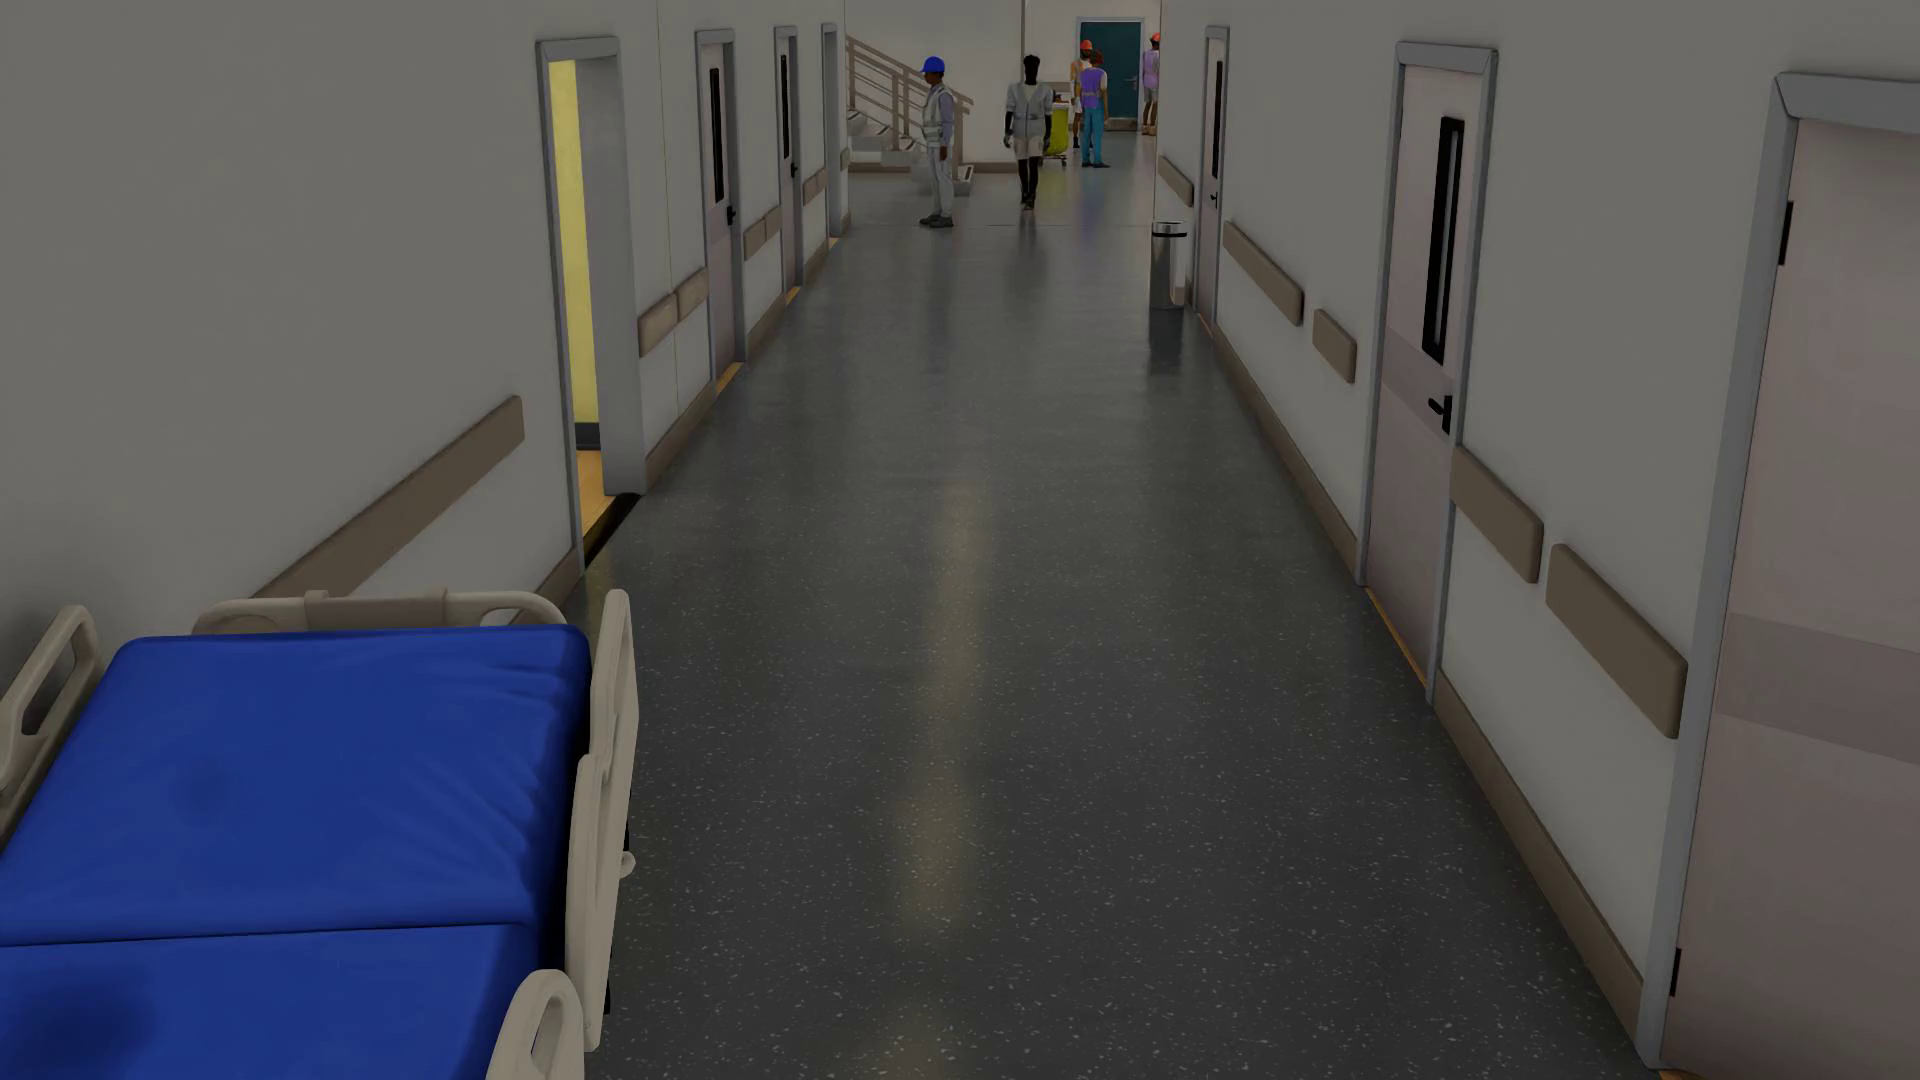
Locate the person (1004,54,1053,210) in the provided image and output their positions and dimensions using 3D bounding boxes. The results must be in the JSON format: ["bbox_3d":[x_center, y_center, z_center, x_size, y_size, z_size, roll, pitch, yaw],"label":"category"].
[{"bbox_3d":[0.890,-5.249,21.375,0.600,1.931,0.975,4,18,11],"label":"person"}]

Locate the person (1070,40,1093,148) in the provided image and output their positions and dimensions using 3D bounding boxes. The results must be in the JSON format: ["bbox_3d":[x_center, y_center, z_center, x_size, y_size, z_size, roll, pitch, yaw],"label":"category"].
[{"bbox_3d":[2.300,-8.221,30.692,0.545,1.942,0.354,-5,18,-14],"label":"person"}]

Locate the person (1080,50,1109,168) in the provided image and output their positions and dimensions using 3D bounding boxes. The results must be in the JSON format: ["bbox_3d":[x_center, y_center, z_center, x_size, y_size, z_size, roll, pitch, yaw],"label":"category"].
[{"bbox_3d":[2.160,-6.950,26.857,0.376,1.843,0.573,-15,23,-39],"label":"person"}]

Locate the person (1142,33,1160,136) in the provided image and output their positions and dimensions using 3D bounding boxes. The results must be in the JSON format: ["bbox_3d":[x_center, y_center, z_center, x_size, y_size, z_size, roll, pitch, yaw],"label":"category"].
[{"bbox_3d":[3.946,-9.236,33.751,0.407,2.029,0.613,-11,21,-32],"label":"person"}]

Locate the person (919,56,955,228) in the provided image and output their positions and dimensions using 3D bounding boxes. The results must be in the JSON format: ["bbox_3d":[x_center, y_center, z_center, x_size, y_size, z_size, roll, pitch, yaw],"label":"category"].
[{"bbox_3d":[-0.265,-4.631,19.397,0.406,1.947,0.606,-6,19,-17],"label":"person"}]
